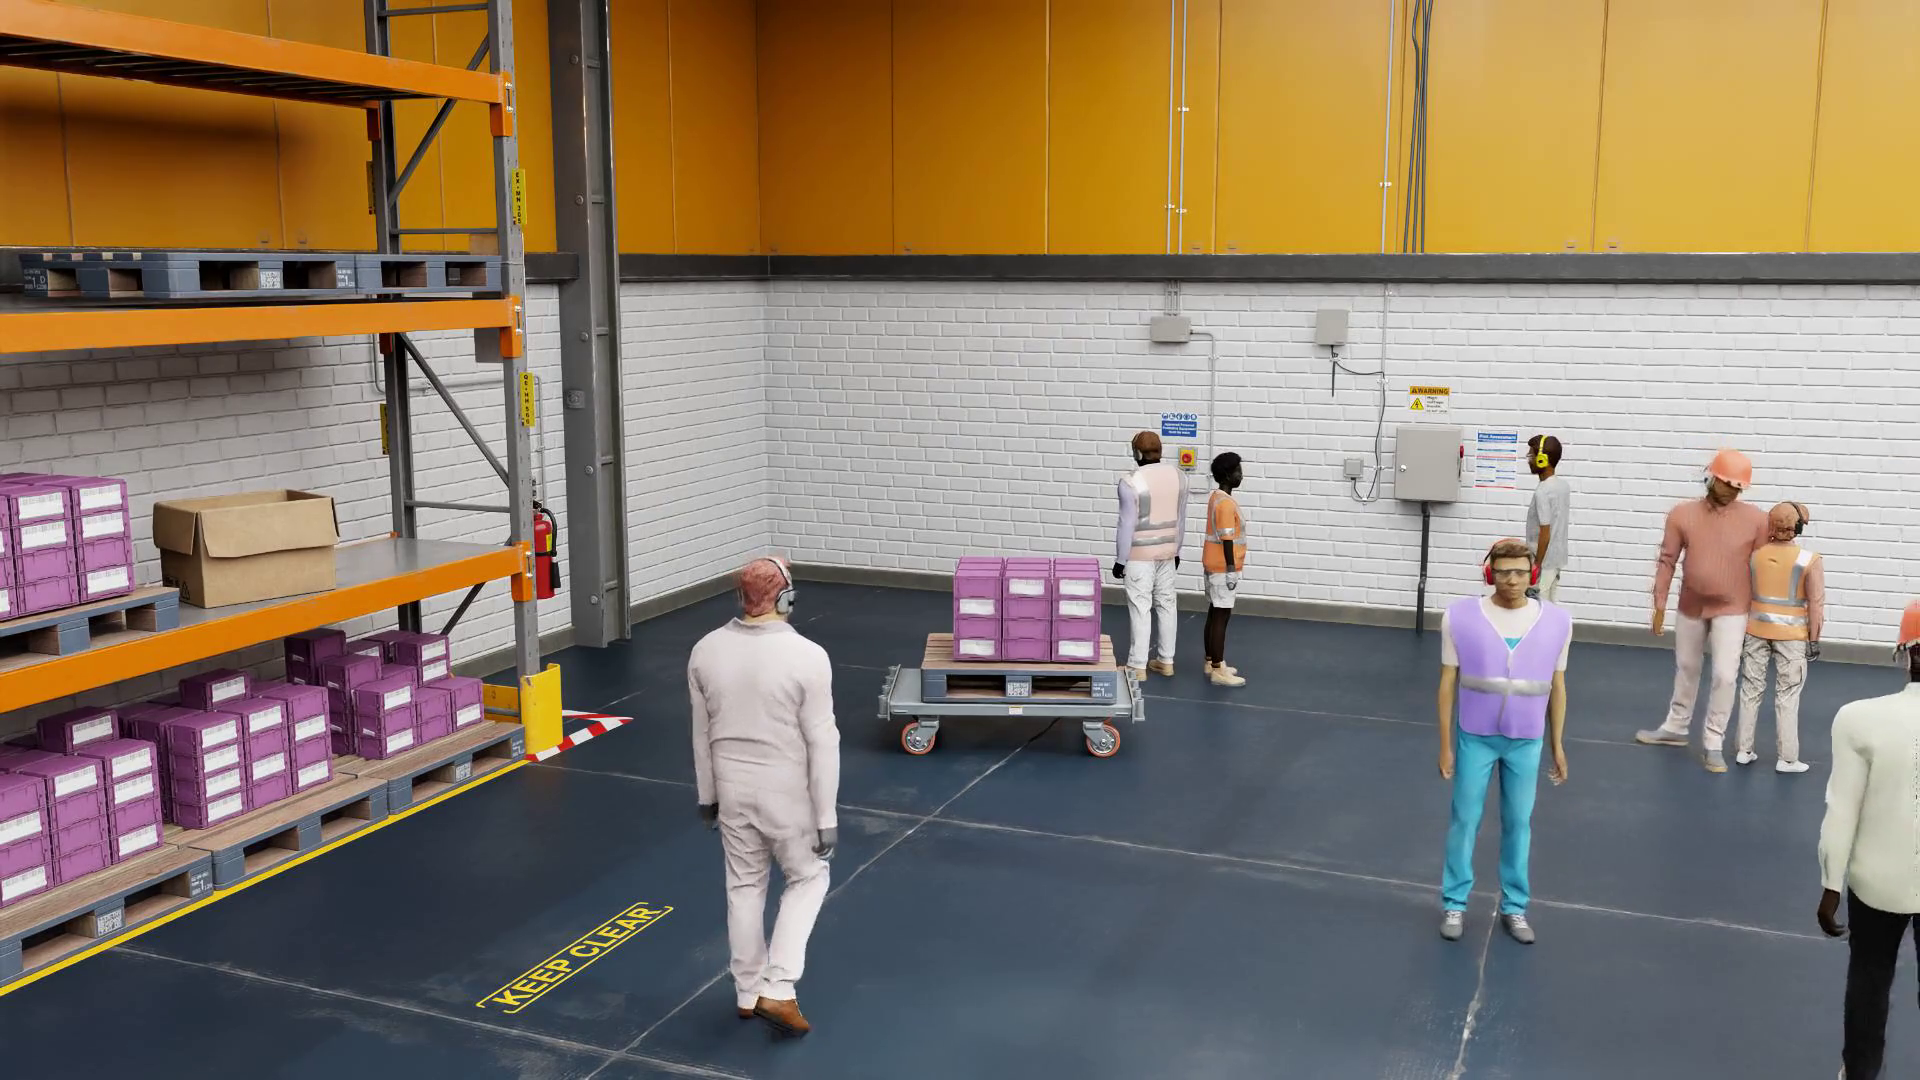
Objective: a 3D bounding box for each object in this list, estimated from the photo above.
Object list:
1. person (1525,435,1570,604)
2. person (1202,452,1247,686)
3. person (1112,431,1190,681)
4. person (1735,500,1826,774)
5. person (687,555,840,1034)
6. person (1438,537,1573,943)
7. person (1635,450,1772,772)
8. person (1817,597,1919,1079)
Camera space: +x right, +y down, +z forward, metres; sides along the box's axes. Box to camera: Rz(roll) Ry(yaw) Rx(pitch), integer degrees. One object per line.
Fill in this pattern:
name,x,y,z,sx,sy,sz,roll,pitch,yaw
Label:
person,4.075,0.196,11.629,0.310,1.864,0.534,7,12,35
person,1.923,0.203,12.090,0.318,1.699,0.535,0,9,0
person,1.375,0.114,12.216,0.621,1.837,0.429,-6,11,-33
person,4.900,0.581,9.974,0.307,1.640,0.519,-8,12,-39
person,-0.771,1.010,6.598,0.679,1.897,0.480,4,10,24
person,2.433,0.887,7.498,0.567,1.845,0.383,1,9,7
person,4.536,0.401,10.196,0.759,1.942,0.540,8,13,42
person,3.239,1.152,5.587,0.640,1.954,1.011,4,10,21
